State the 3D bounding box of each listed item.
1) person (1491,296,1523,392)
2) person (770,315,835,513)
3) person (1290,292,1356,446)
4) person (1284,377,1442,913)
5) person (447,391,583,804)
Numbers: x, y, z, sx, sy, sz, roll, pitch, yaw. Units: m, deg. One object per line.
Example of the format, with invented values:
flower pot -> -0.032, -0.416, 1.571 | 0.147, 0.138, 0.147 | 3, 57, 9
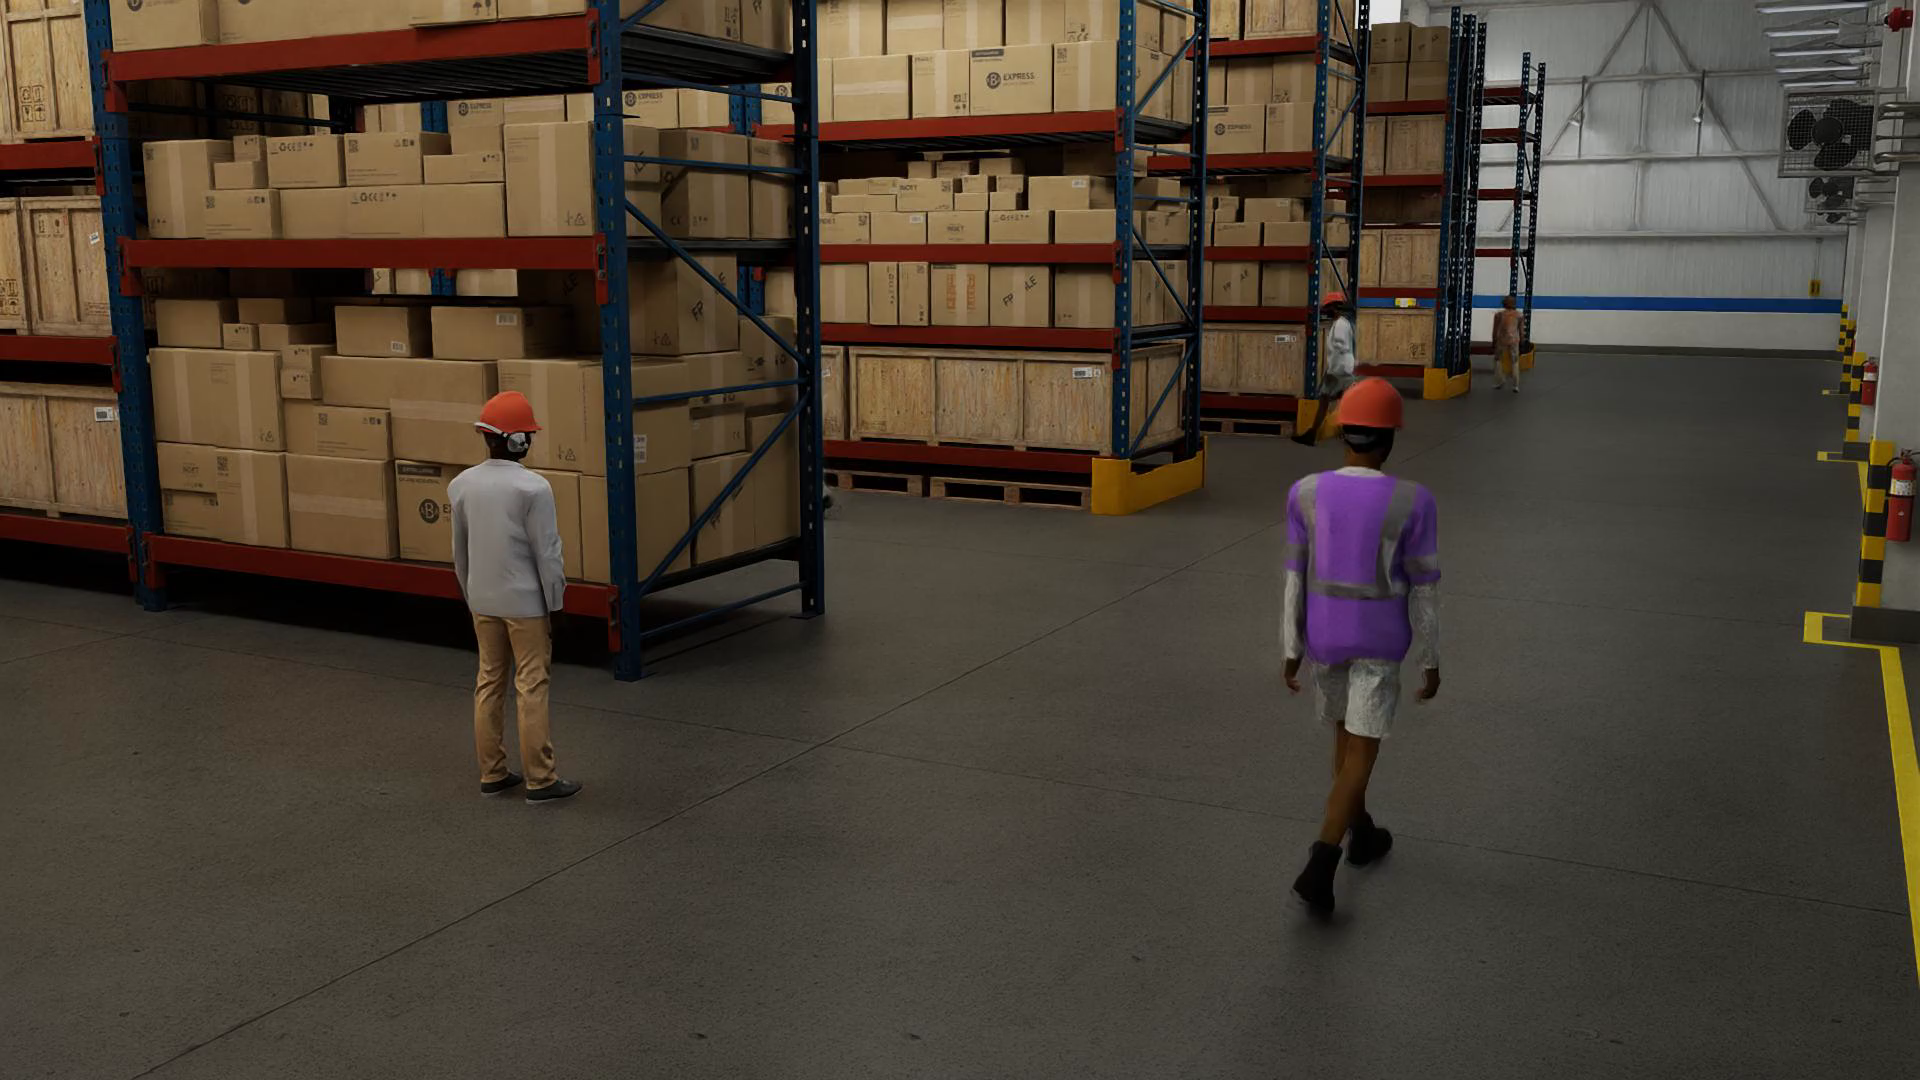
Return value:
person -> 9.234, -3.313, 28.118 | 0.548, 1.597, 0.772 | 0, 10, 2
person -> -1.523, -1.071, 14.582 | 0.895, 1.801, 0.595 | 2, 10, 12
person -> 4.558, -2.043, 20.050 | 1.013, 1.860, 0.624 | 0, 10, -2
person -> 1.426, 0.363, 6.005 | 0.558, 1.900, 0.966 | 7, 12, 34
person -> -1.892, 0.245, 7.083 | 0.563, 1.753, 0.327 | 5, 11, 27
